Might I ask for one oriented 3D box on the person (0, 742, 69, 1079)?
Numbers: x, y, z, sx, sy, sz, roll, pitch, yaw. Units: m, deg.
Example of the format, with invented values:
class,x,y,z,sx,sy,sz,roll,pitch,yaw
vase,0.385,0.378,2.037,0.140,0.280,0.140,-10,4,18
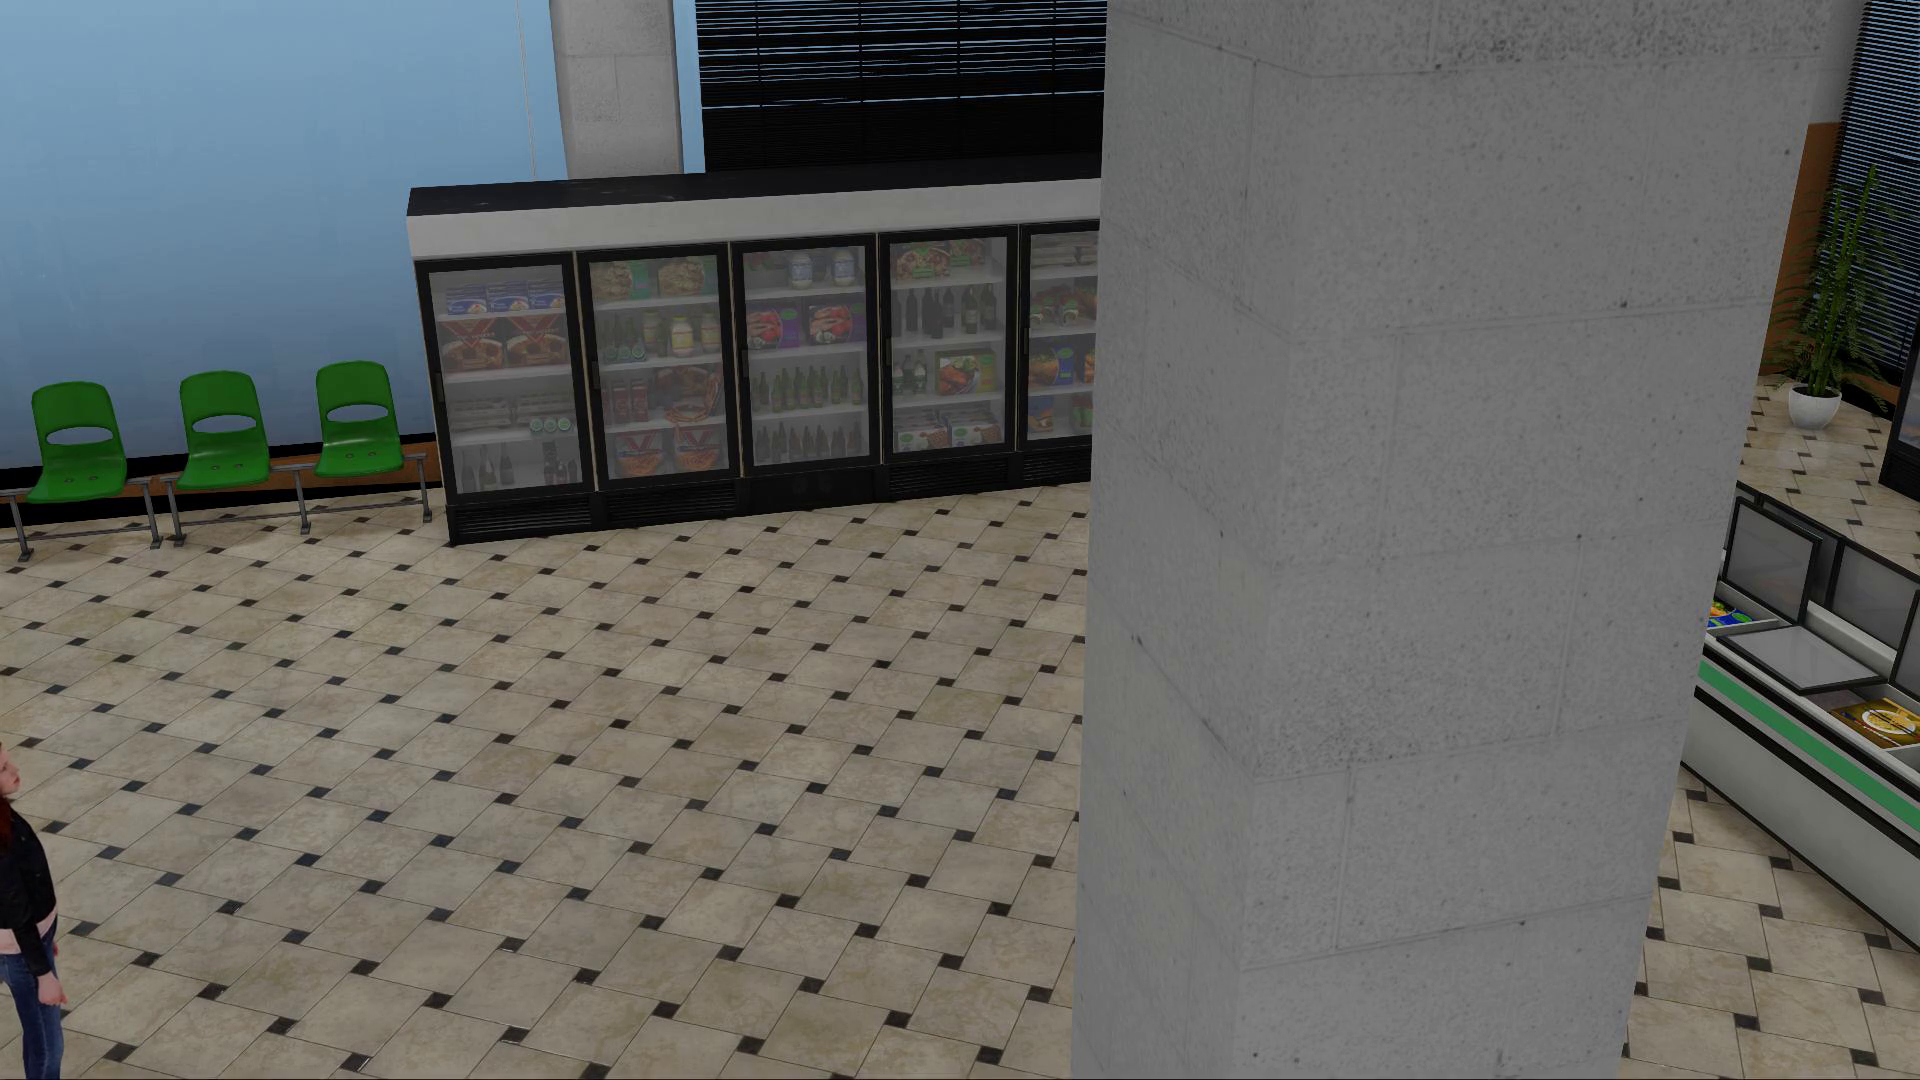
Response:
class,x,y,z,sx,sy,sz,roll,pitch,yaw
person,-3.344,1.487,5.975,0.683,1.787,0.534,-13,27,-27
